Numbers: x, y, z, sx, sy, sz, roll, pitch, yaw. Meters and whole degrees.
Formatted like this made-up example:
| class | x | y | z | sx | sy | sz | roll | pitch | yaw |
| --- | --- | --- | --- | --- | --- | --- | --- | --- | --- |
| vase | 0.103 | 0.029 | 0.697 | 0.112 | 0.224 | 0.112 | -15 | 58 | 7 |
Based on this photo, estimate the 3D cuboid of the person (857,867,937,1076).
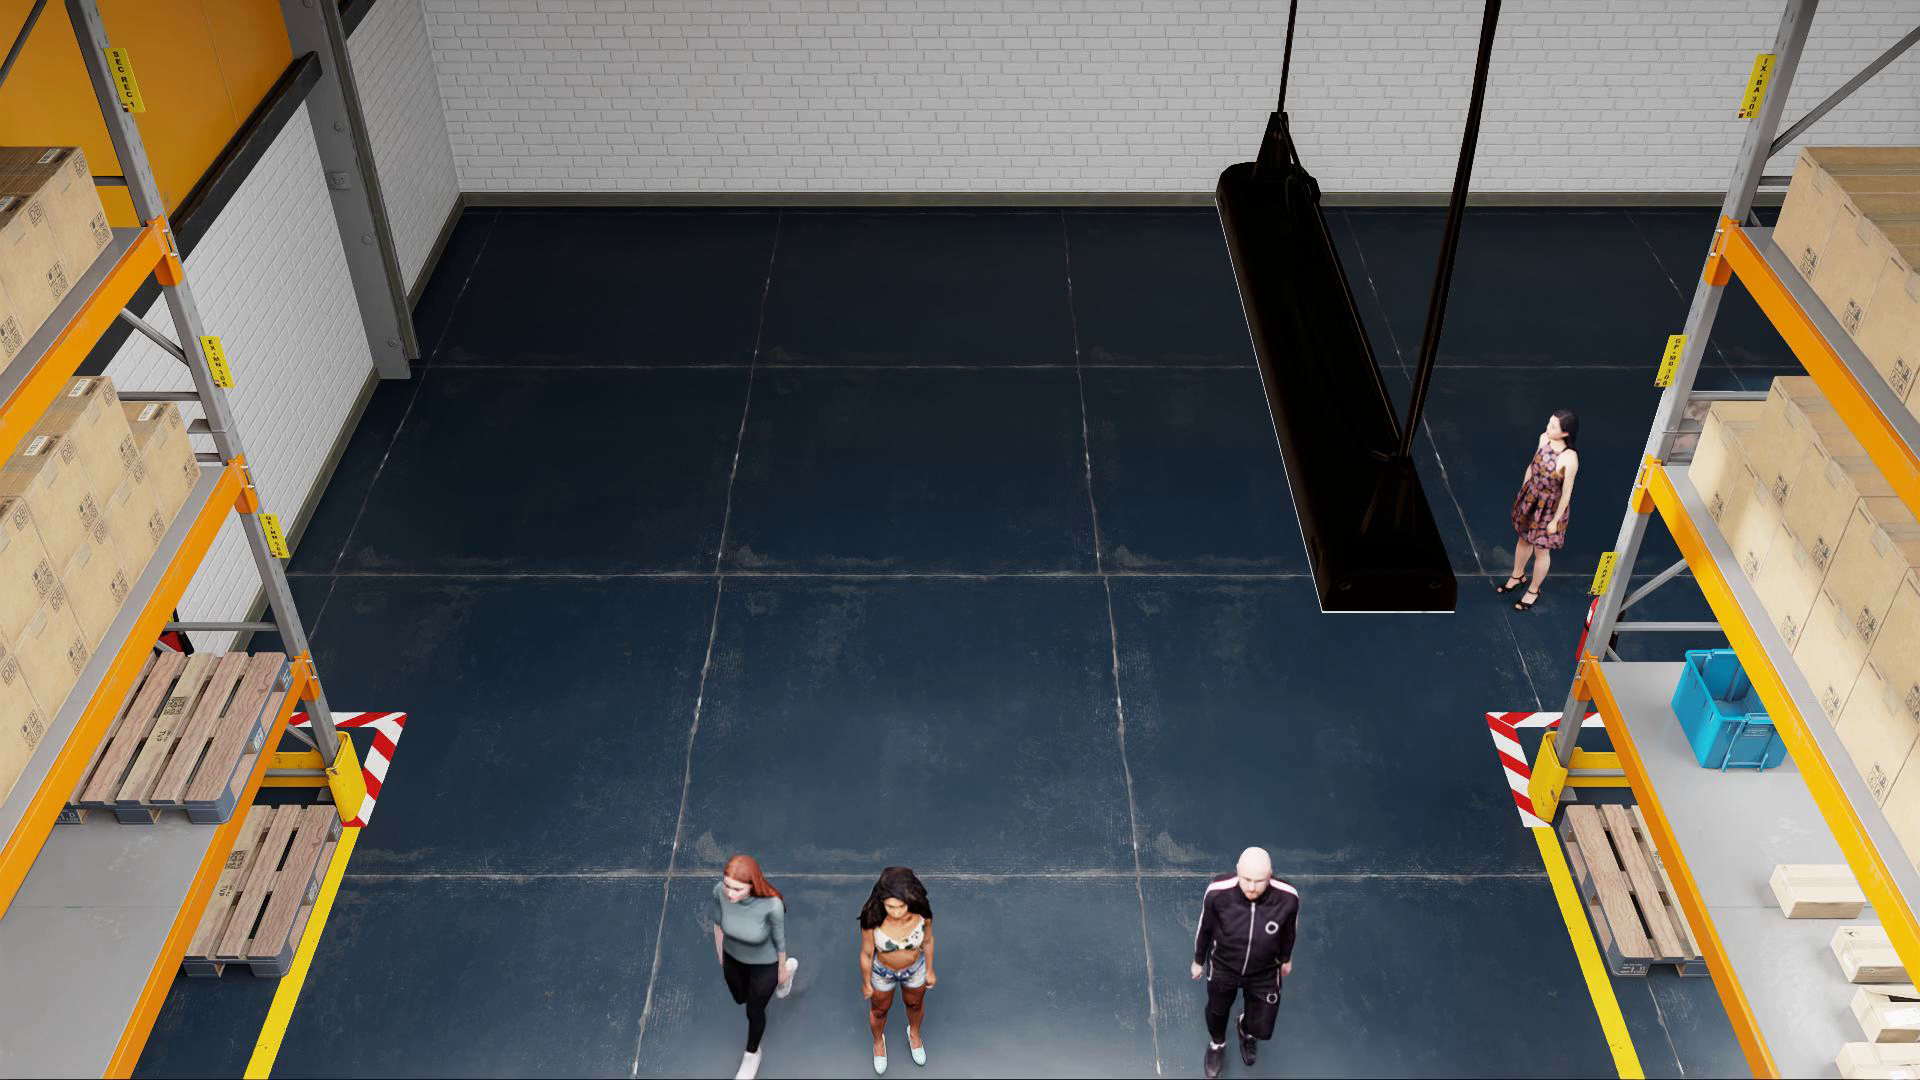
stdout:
| class | x | y | z | sx | sy | sz | roll | pitch | yaw |
| --- | --- | --- | --- | --- | --- | --- | --- | --- | --- |
| person | -0.334 | 2.351 | 9.080 | 0.618 | 1.624 | 0.624 | -8 | 39 | -10 |

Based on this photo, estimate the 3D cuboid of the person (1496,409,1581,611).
| class | x | y | z | sx | sy | sz | roll | pitch | yaw |
| --- | --- | --- | --- | --- | --- | --- | --- | --- | --- |
| person | 4.261 | -0.224 | 12.184 | 0.824 | 1.774 | 0.728 | -13 | 41 | -16 |

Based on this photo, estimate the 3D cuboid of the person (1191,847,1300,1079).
| class | x | y | z | sx | sy | sz | roll | pitch | yaw |
| --- | --- | --- | --- | --- | --- | --- | --- | --- | --- |
| person | 1.546 | 2.236 | 9.065 | 0.744 | 1.822 | 0.717 | 6 | 39 | 8 |

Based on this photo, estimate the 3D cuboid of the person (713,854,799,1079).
| class | x | y | z | sx | sy | sz | roll | pitch | yaw |
| --- | --- | --- | --- | --- | --- | --- | --- | --- | --- |
| person | -1.096 | 2.251 | 9.124 | 0.818 | 1.725 | 1.041 | 15 | 41 | 18 |
